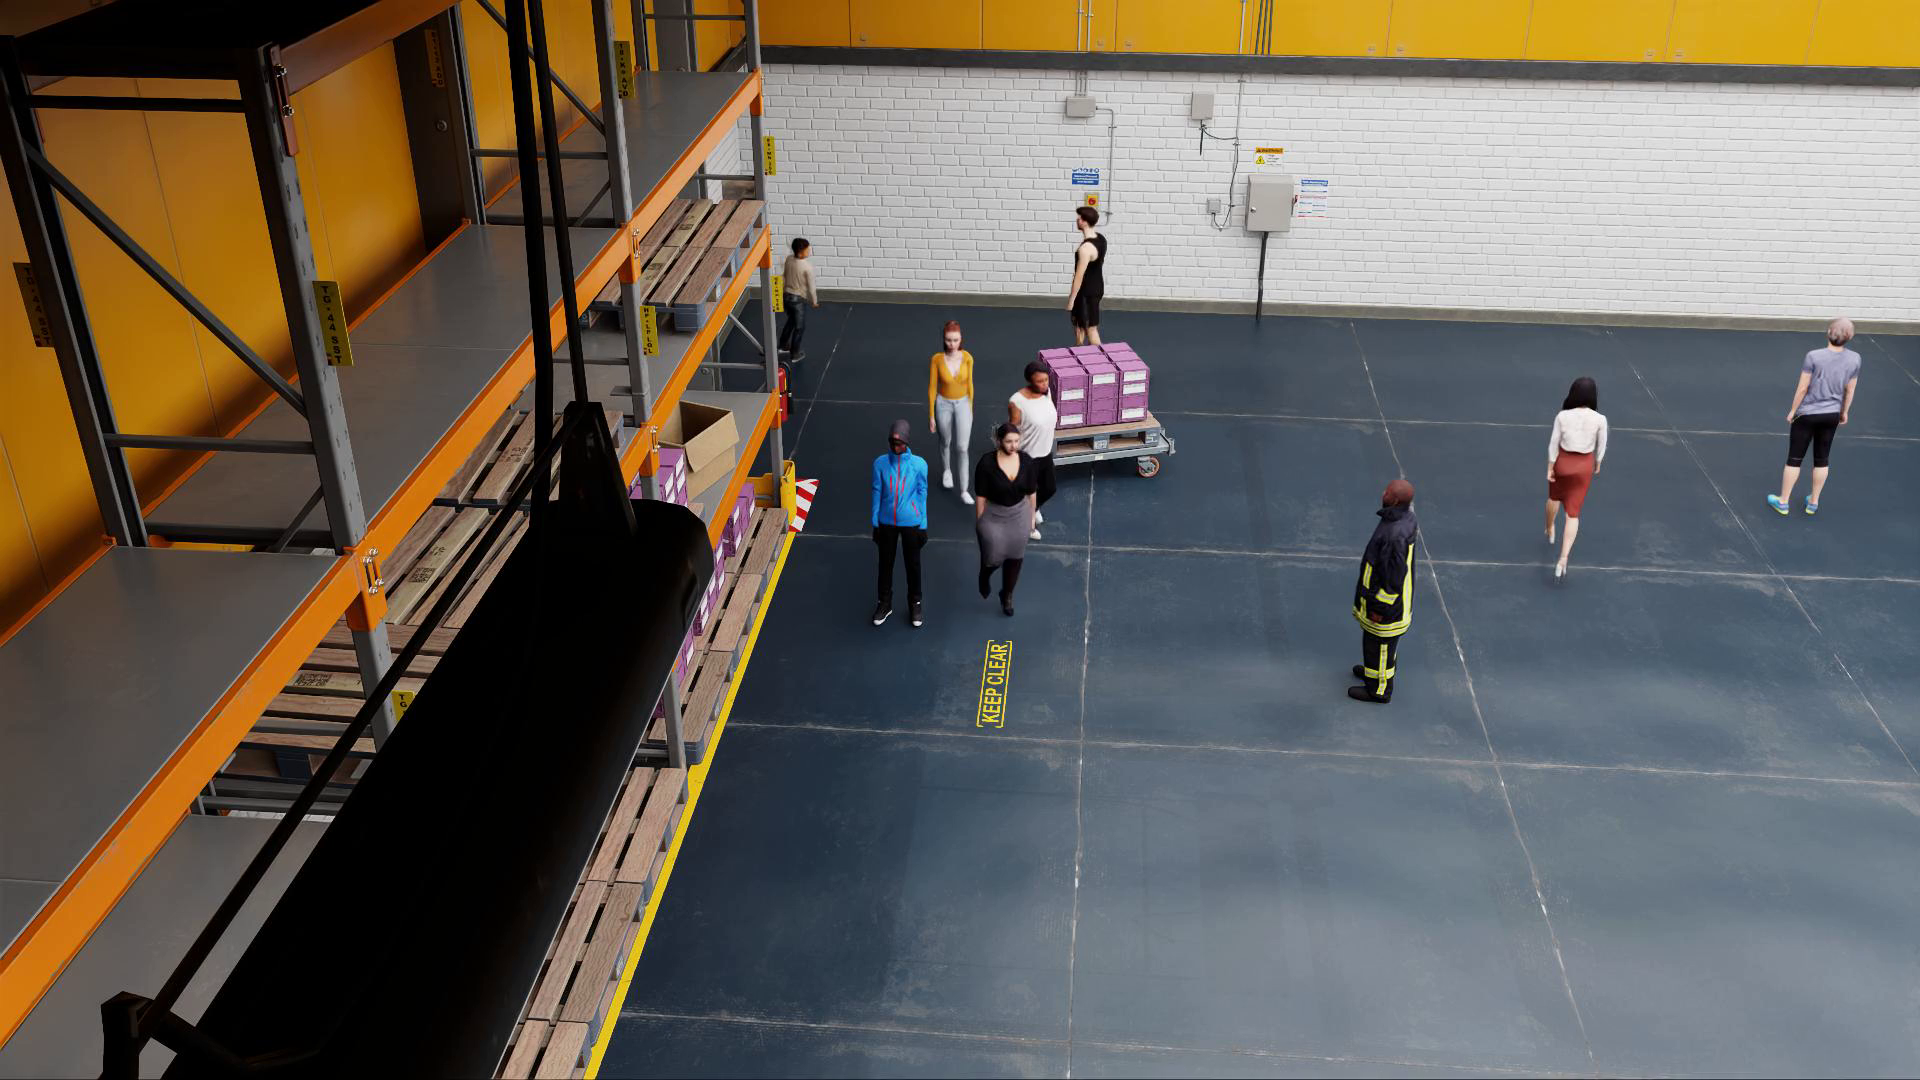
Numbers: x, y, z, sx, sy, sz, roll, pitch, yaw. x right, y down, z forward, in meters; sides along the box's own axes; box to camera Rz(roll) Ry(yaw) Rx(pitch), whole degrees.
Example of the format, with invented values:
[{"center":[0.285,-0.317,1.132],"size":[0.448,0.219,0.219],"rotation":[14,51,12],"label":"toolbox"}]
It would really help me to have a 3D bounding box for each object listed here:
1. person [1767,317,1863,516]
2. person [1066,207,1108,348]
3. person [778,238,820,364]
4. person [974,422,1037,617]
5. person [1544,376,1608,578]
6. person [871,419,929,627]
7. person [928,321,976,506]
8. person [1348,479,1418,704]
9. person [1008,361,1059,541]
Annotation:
[{"center":[7.797,-1.123,15.120],"size":[0.664,1.887,0.550],"rotation":[3,29,6],"label":"person"},{"center":[1.468,-2.659,17.944],"size":[0.873,1.878,0.779],"rotation":[10,30,18],"label":"person"},{"center":[-1.839,-2.654,18.389],"size":[0.701,1.443,0.718],"rotation":[13,31,23],"label":"person"},{"center":[0.324,-0.193,13.563],"size":[0.807,1.744,0.870],"rotation":[-9,30,-17],"label":"person"},{"center":[5.222,-0.503,14.176],"size":[0.812,1.701,1.184],"rotation":[10,30,17],"label":"person"},{"center":[-0.485,-0.154,13.432],"size":[0.602,1.802,0.526],"rotation":[2,29,3],"label":"person"},{"center":[-0.095,-1.226,15.494],"size":[0.776,1.709,1.141],"rotation":[-5,29,-8],"label":"person"},{"center":[3.206,0.361,12.466],"size":[0.887,1.822,0.726],"rotation":[11,31,19],"label":"person"},{"center":[0.618,-0.832,14.807],"size":[0.761,1.676,0.834],"rotation":[-25,37,-38],"label":"person"}]
